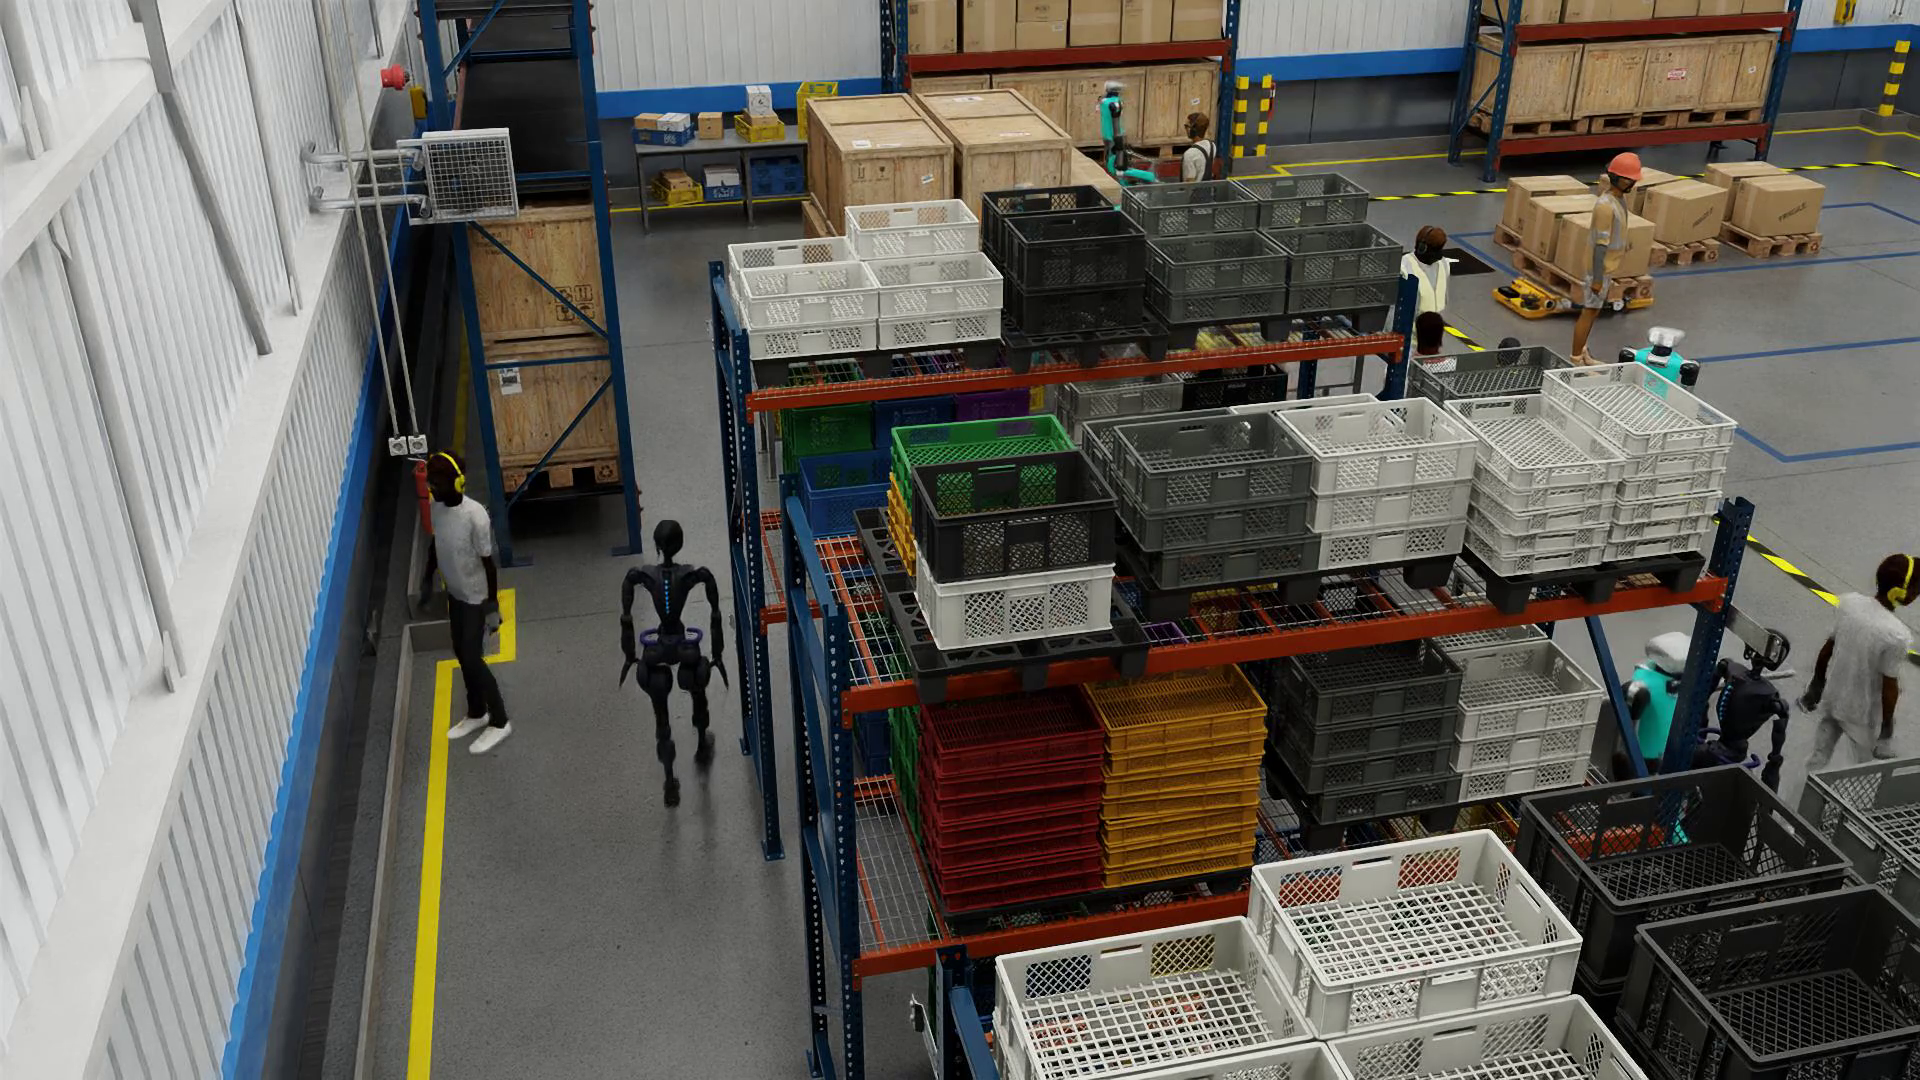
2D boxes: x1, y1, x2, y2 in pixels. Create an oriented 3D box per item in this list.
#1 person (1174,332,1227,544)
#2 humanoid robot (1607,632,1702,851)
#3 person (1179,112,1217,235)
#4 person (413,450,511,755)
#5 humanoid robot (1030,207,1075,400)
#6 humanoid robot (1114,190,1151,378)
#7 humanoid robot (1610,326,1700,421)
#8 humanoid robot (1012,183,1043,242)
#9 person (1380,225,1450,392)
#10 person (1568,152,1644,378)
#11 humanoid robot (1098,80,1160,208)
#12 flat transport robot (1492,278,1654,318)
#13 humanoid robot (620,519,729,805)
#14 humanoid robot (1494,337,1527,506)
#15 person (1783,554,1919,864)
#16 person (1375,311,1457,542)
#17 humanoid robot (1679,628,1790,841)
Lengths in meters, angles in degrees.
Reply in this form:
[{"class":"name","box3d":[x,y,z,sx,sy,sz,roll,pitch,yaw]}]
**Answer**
[{"class":"person","box3d":[1.718,-0.664,11.734,0.843,1.730,0.522,4,28,7]},{"class":"humanoid robot","box3d":[3.417,1.338,7.964,0.534,1.829,0.646,-19,33,-31]},{"class":"person","box3d":[2.353,-3.395,16.796,0.346,1.846,0.506,18,33,31]},{"class":"person","box3d":[-2.914,0.344,9.684,0.532,1.865,0.398,23,36,37]},{"class":"humanoid robot","box3d":[0.742,-1.889,14.043,0.702,1.782,0.536,-13,30,-23]},{"class":"humanoid robot","box3d":[1.612,-2.320,14.910,0.584,1.779,0.888,24,36,37]},{"class":"humanoid robot","box3d":[4.903,-0.787,11.820,0.533,1.677,0.735,17,32,29]},{"class":"humanoid robot","box3d":[0.374,-2.239,14.725,0.786,1.774,0.543,-12,30,-21]},{"class":"person","box3d":[3.704,-1.669,13.541,0.628,1.835,0.429,-15,31,-26]},{"class":"person","box3d":[5.725,-2.426,14.751,0.369,2.040,0.615,14,31,25]},{"class":"humanoid robot","box3d":[1.911,-4.245,18.587,1.039,1.770,0.539,-6,28,-12]},{"class":"flat transport robot","box3d":[6.178,-2.495,16.751,1.431,0.197,0.652,-7,29,-12]},{"class":"humanoid robot","box3d":[-1.618,0.641,9.347,0.611,1.630,0.684,-3,28,-5]},{"class":"humanoid robot","box3d":[3.766,-0.634,11.722,0.599,1.657,0.315,-1,28,-2]},{"class":"person","box3d":[4.630,0.899,8.646,0.404,1.854,0.642,-5,28,-10]},{"class":"person","box3d":[3.172,-0.654,11.533,0.598,1.907,0.414,5,28,9]},{"class":"humanoid robot","box3d":[3.828,1.163,8.321,0.307,1.651,0.610,-9,29,-16]}]
